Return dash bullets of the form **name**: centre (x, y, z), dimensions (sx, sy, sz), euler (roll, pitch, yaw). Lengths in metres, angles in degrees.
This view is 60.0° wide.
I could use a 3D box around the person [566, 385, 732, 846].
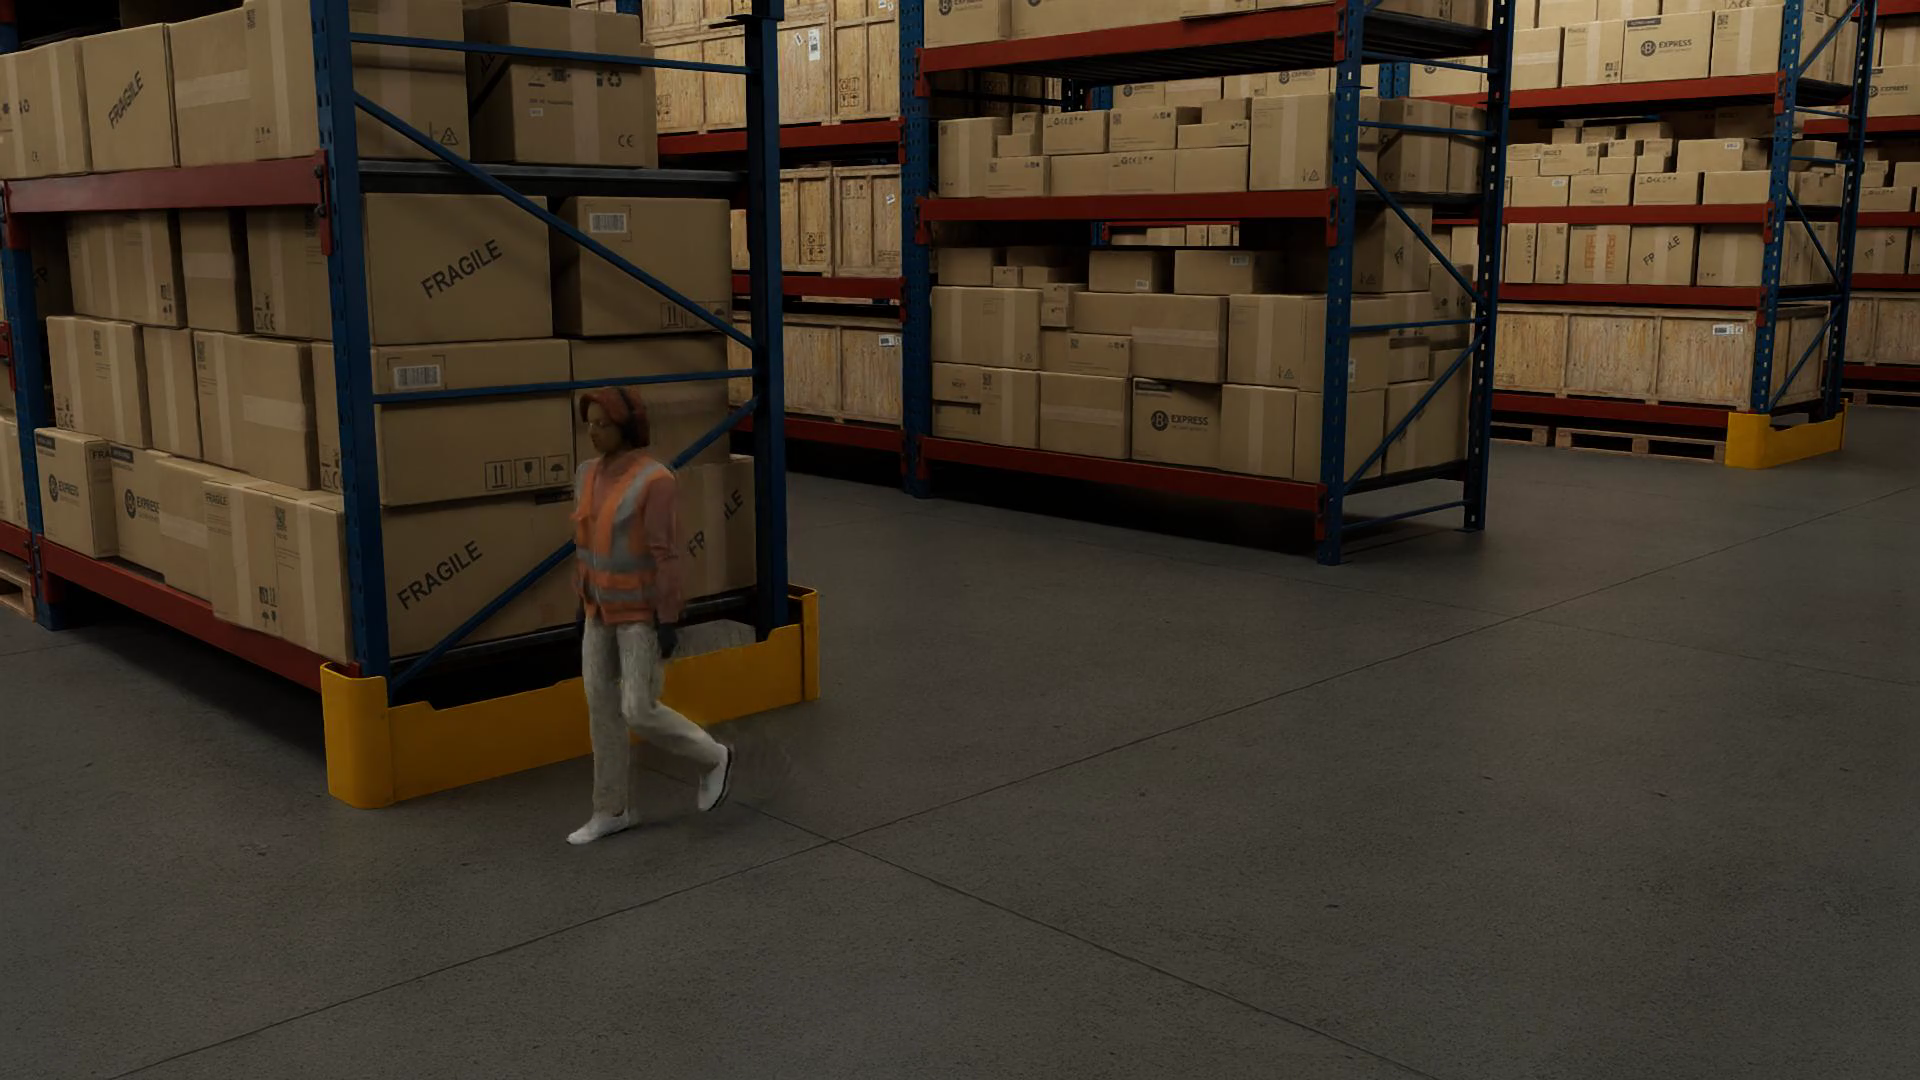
- **person**: centre (-1.142, 0.258, 5.867), dimensions (0.527, 1.625, 0.520), euler (9, 14, 41)
